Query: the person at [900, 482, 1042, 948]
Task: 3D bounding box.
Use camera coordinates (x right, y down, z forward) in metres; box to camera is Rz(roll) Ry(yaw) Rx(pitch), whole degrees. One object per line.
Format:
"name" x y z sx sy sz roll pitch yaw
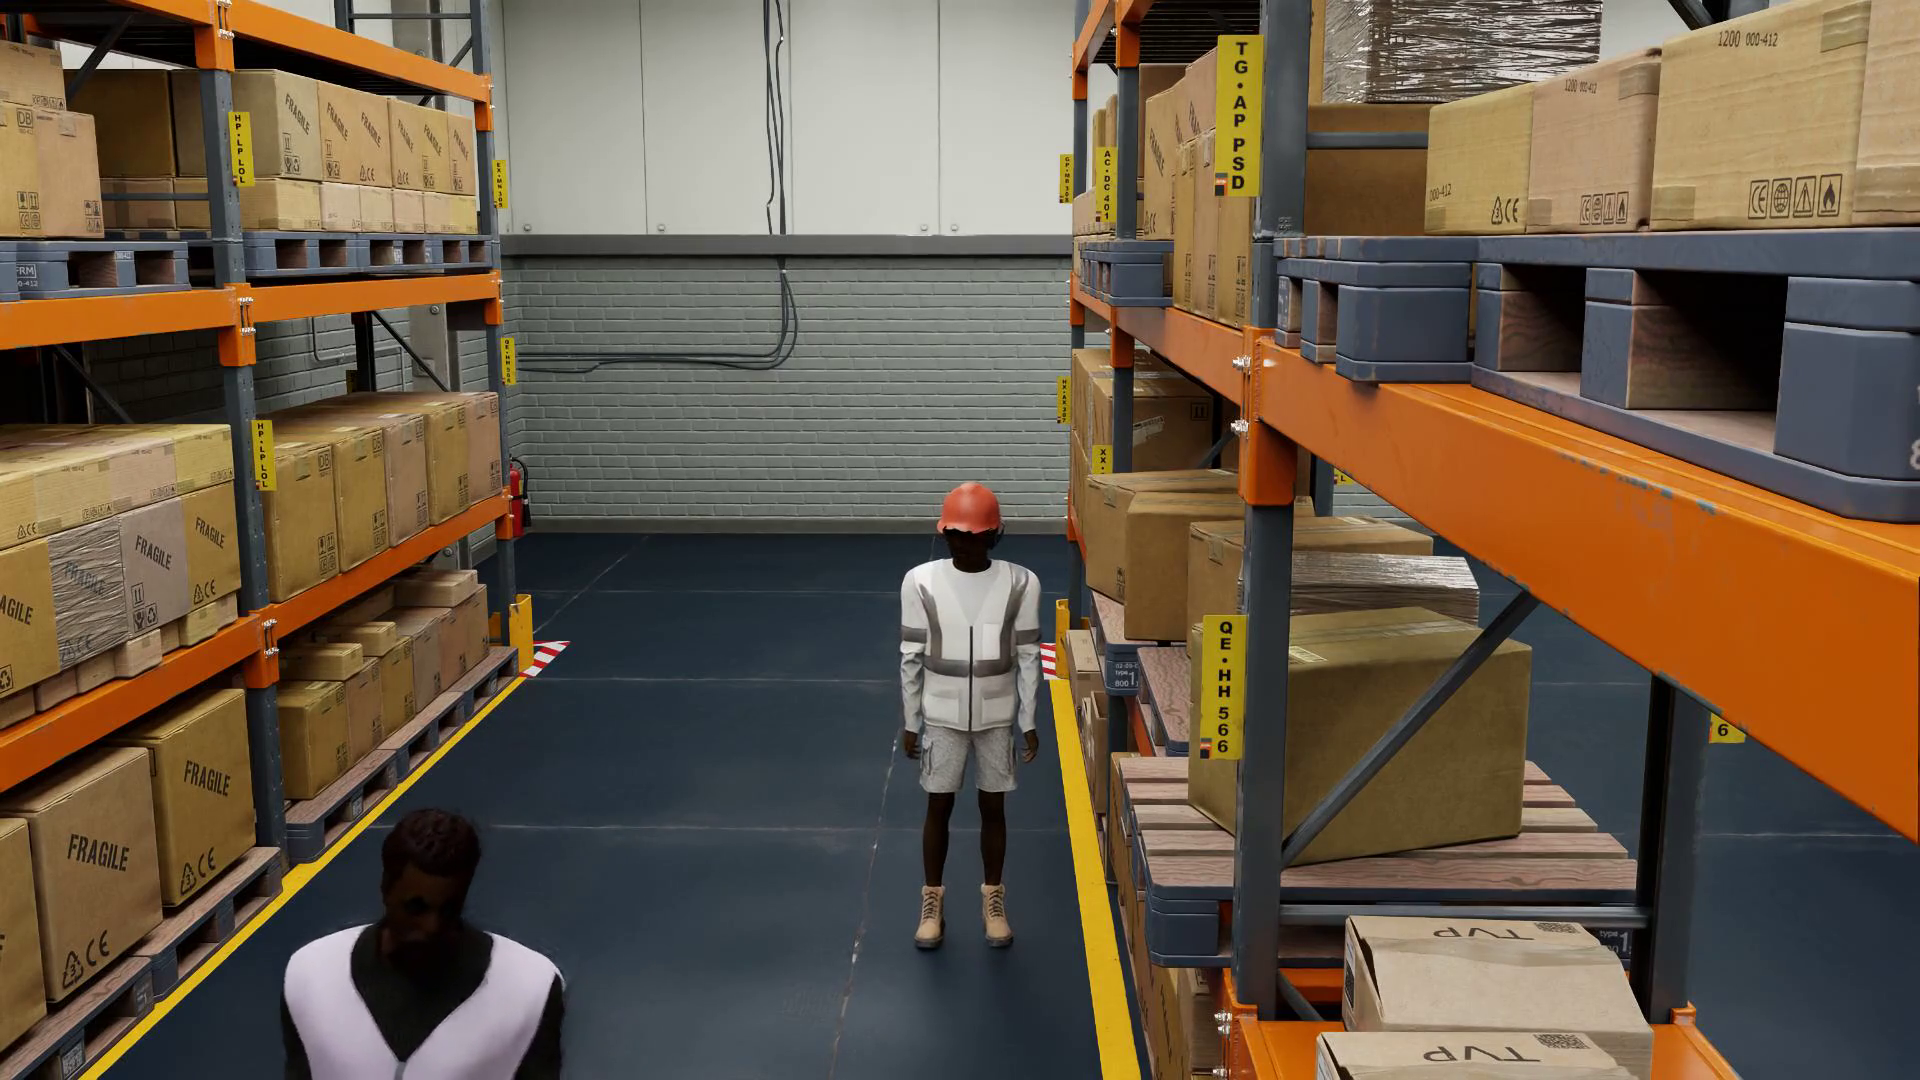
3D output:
"person" 0.049 0.757 7.158 0.609 2.040 0.394 0 10 -1

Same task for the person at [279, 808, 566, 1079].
"person" -1.149 1.467 3.556 0.634 1.896 0.443 0 10 -2
